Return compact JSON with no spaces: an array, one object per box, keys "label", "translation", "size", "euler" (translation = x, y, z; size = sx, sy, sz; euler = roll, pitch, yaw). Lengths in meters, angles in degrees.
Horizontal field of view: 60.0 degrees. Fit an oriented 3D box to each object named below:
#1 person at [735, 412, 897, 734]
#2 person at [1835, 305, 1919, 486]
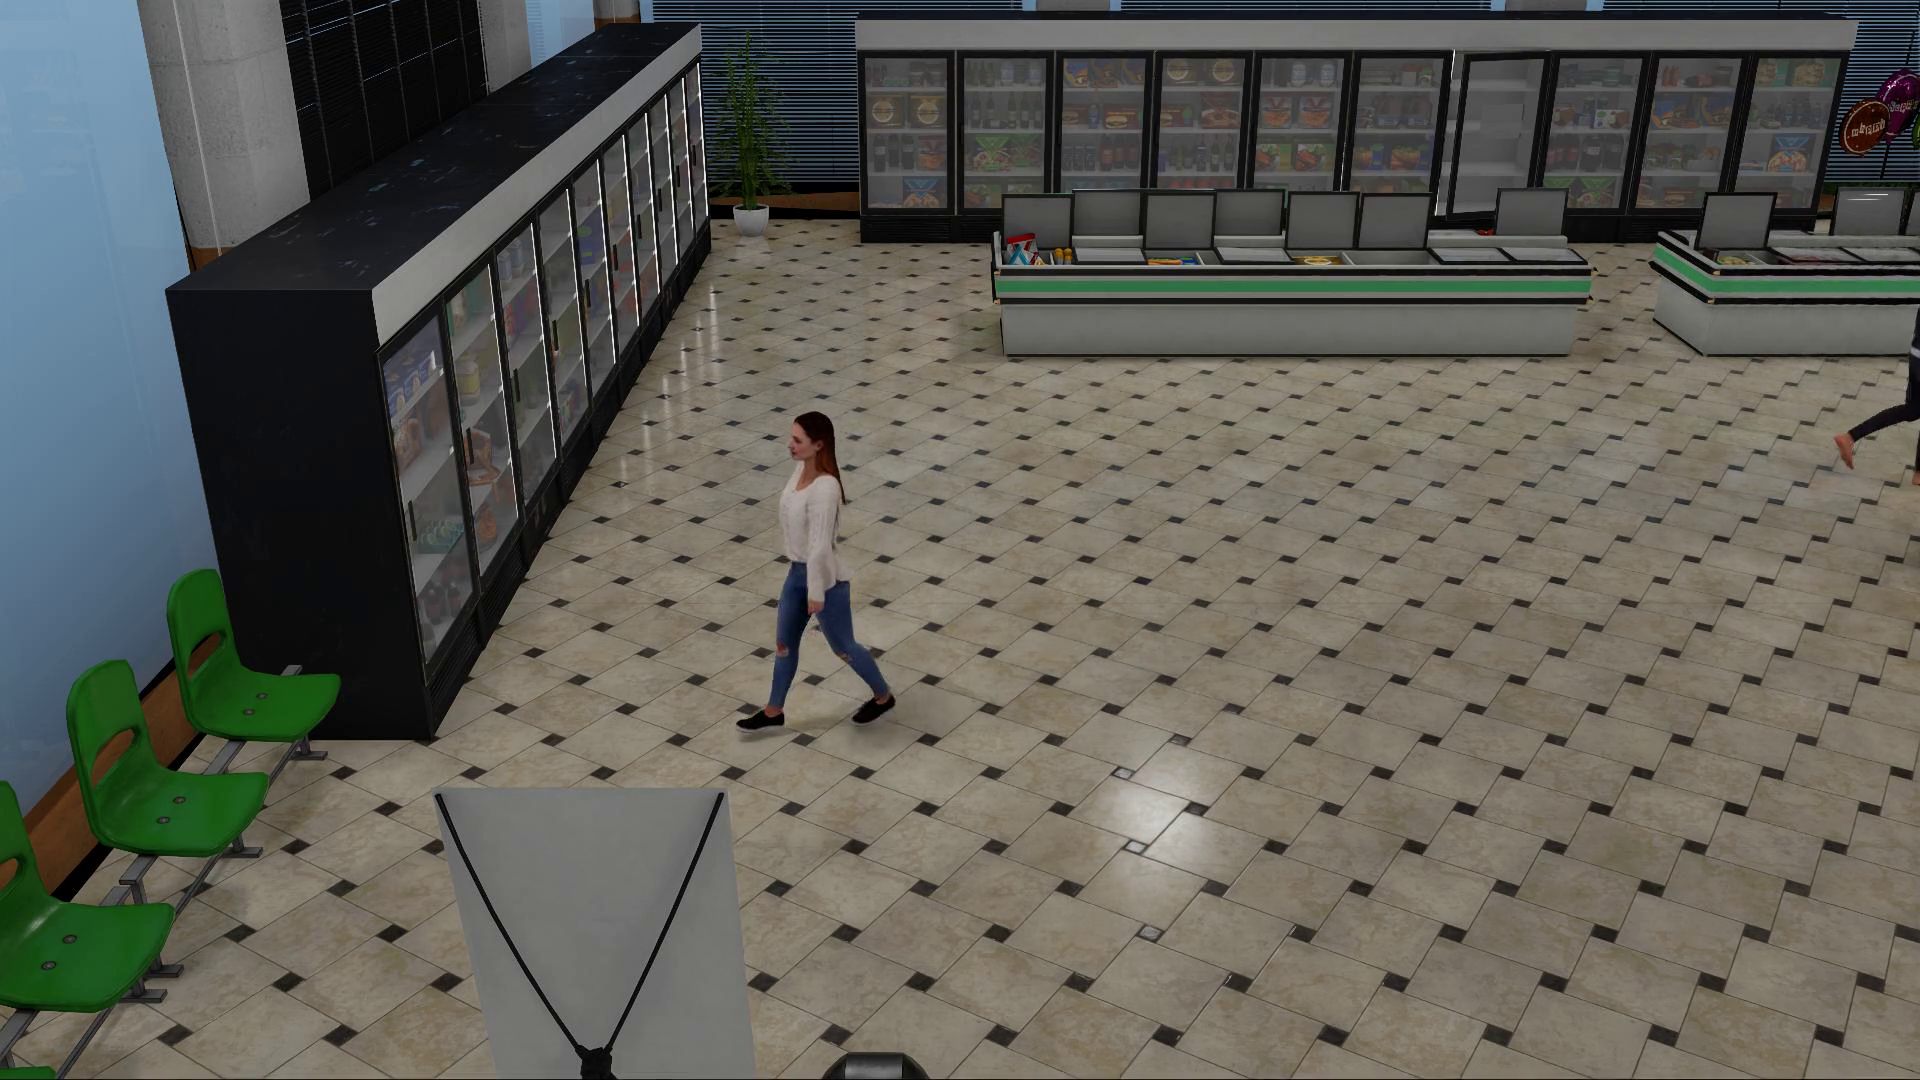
[{"label":"person","translation":[-0.611,0.196,8.049],"size":[1.124,1.658,0.881],"euler":[-9,25,-20]},{"label":"person","translation":[6.413,-1.208,11.146],"size":[1.048,1.748,0.771],"euler":[6,24,13]}]
